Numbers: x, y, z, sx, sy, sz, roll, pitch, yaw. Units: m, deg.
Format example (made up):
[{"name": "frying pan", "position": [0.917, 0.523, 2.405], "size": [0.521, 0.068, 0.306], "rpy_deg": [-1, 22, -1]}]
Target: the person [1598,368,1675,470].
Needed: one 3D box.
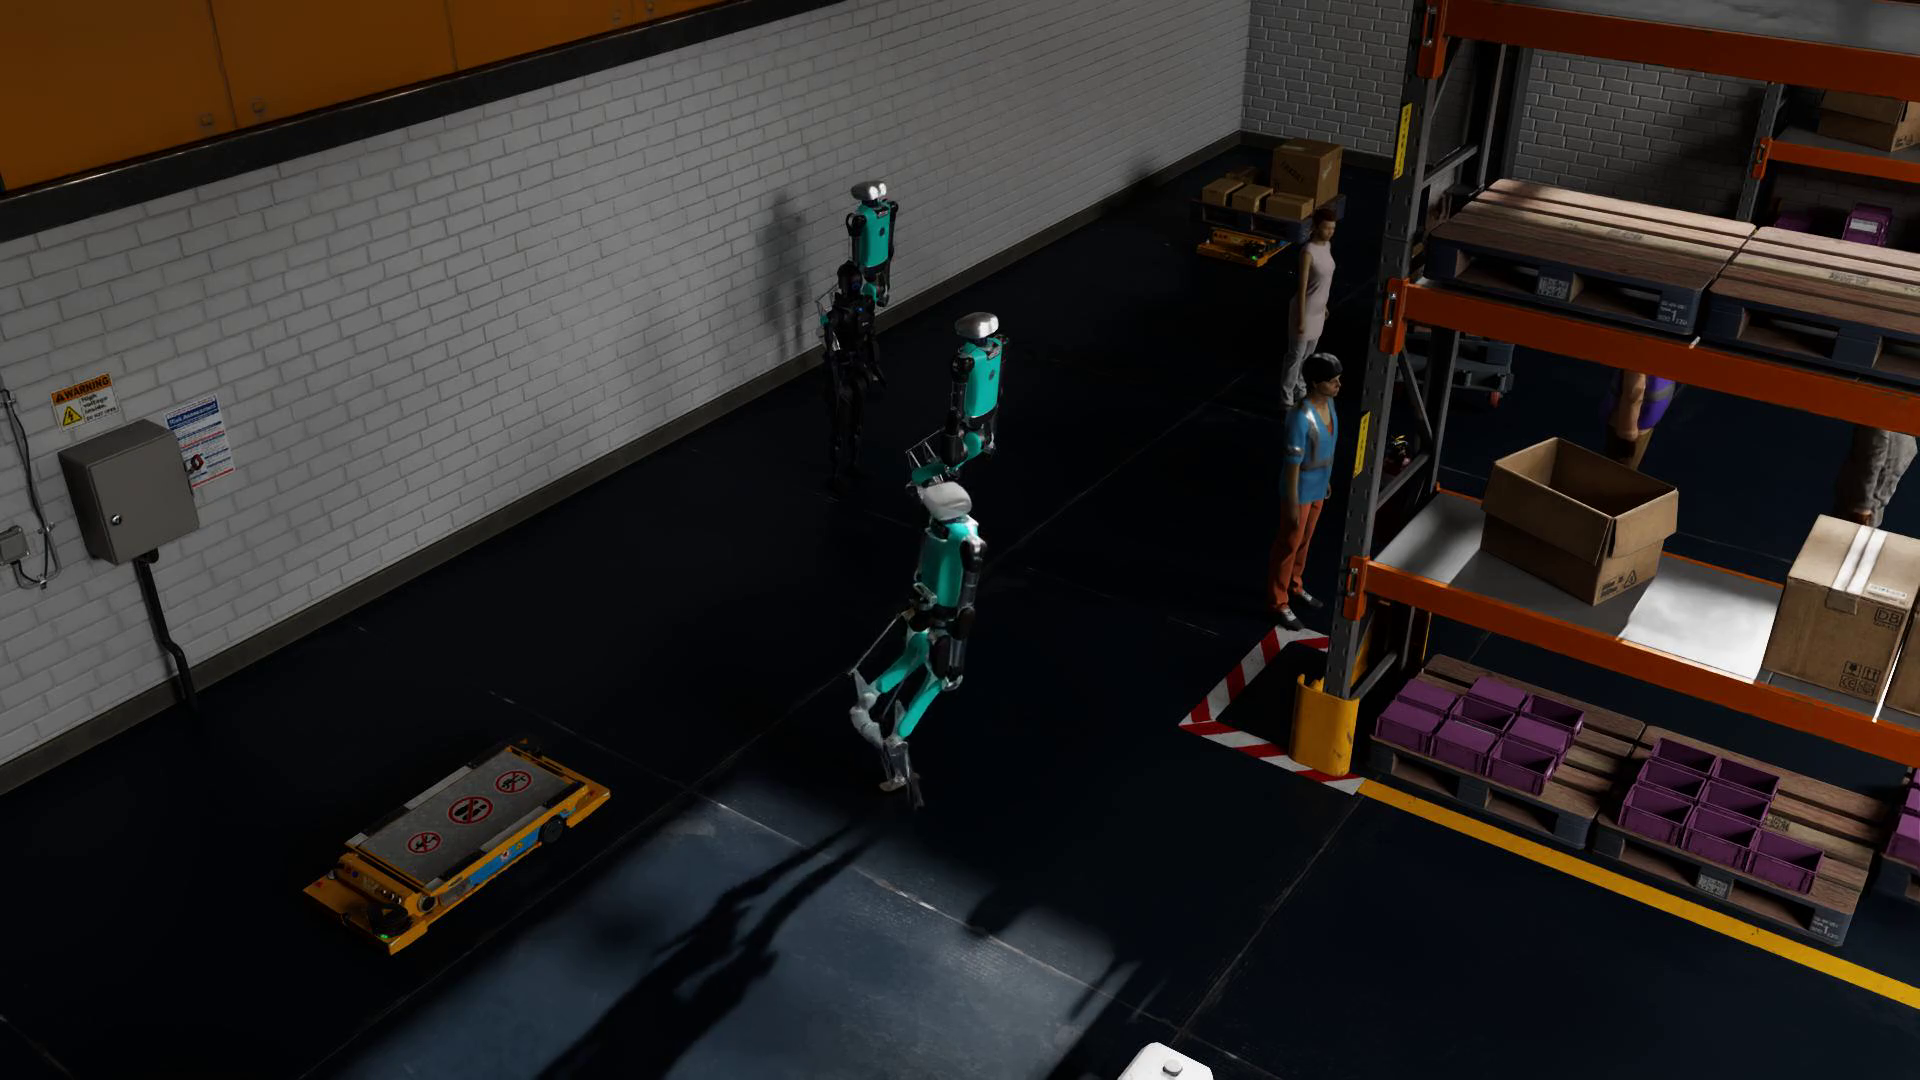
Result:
[{"name": "person", "position": [4.338, -0.774, 10.719], "size": [0.408, 1.932, 0.530], "rpy_deg": [20, 35, 31]}]

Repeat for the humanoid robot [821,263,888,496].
[{"name": "humanoid robot", "position": [-0.756, -1.141, 11.599], "size": [0.315, 1.653, 0.599], "rpy_deg": [19, 35, 30]}]

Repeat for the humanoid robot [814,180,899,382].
[{"name": "humanoid robot", "position": [-0.863, -2.002, 12.908], "size": [0.735, 1.677, 0.533], "rpy_deg": [19, 35, 30]}]

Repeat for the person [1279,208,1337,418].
[{"name": "person", "position": [2.659, -1.711, 12.615], "size": [0.284, 1.657, 0.449], "rpy_deg": [20, 35, 31]}]

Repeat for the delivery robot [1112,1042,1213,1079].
[{"name": "delivery robot", "position": [0.714, 2.367, 6.619], "size": [0.499, 0.566, 0.739], "rpy_deg": [19, 35, 30]}]

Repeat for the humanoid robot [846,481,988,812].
[{"name": "humanoid robot", "position": [-0.286, 0.608, 8.544], "size": [0.828, 1.798, 0.547], "rpy_deg": [-16, 34, -26]}]

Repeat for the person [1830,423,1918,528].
[{"name": "person", "position": [5.450, -0.292, 9.982], "size": [0.368, 1.834, 0.501], "rpy_deg": [20, 35, 31]}]

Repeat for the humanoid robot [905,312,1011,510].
[{"name": "humanoid robot", "position": [-0.079, -0.700, 10.651], "size": [0.735, 1.677, 0.533], "rpy_deg": [19, 35, 30]}]

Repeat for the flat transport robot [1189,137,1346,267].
[{"name": "flat transport robot", "position": [2.944, -3.013, 16.266], "size": [0.659, 0.231, 1.431], "rpy_deg": [19, 35, 30]}]

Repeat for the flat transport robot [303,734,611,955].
[{"name": "flat transport robot", "position": [-2.526, 1.502, 8.434], "size": [0.659, 0.231, 1.431], "rpy_deg": [19, 35, 30]}]

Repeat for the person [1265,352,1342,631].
[{"name": "person", "position": [2.101, -0.307, 10.072], "size": [0.323, 1.768, 0.494], "rpy_deg": [20, 35, 31]}]
